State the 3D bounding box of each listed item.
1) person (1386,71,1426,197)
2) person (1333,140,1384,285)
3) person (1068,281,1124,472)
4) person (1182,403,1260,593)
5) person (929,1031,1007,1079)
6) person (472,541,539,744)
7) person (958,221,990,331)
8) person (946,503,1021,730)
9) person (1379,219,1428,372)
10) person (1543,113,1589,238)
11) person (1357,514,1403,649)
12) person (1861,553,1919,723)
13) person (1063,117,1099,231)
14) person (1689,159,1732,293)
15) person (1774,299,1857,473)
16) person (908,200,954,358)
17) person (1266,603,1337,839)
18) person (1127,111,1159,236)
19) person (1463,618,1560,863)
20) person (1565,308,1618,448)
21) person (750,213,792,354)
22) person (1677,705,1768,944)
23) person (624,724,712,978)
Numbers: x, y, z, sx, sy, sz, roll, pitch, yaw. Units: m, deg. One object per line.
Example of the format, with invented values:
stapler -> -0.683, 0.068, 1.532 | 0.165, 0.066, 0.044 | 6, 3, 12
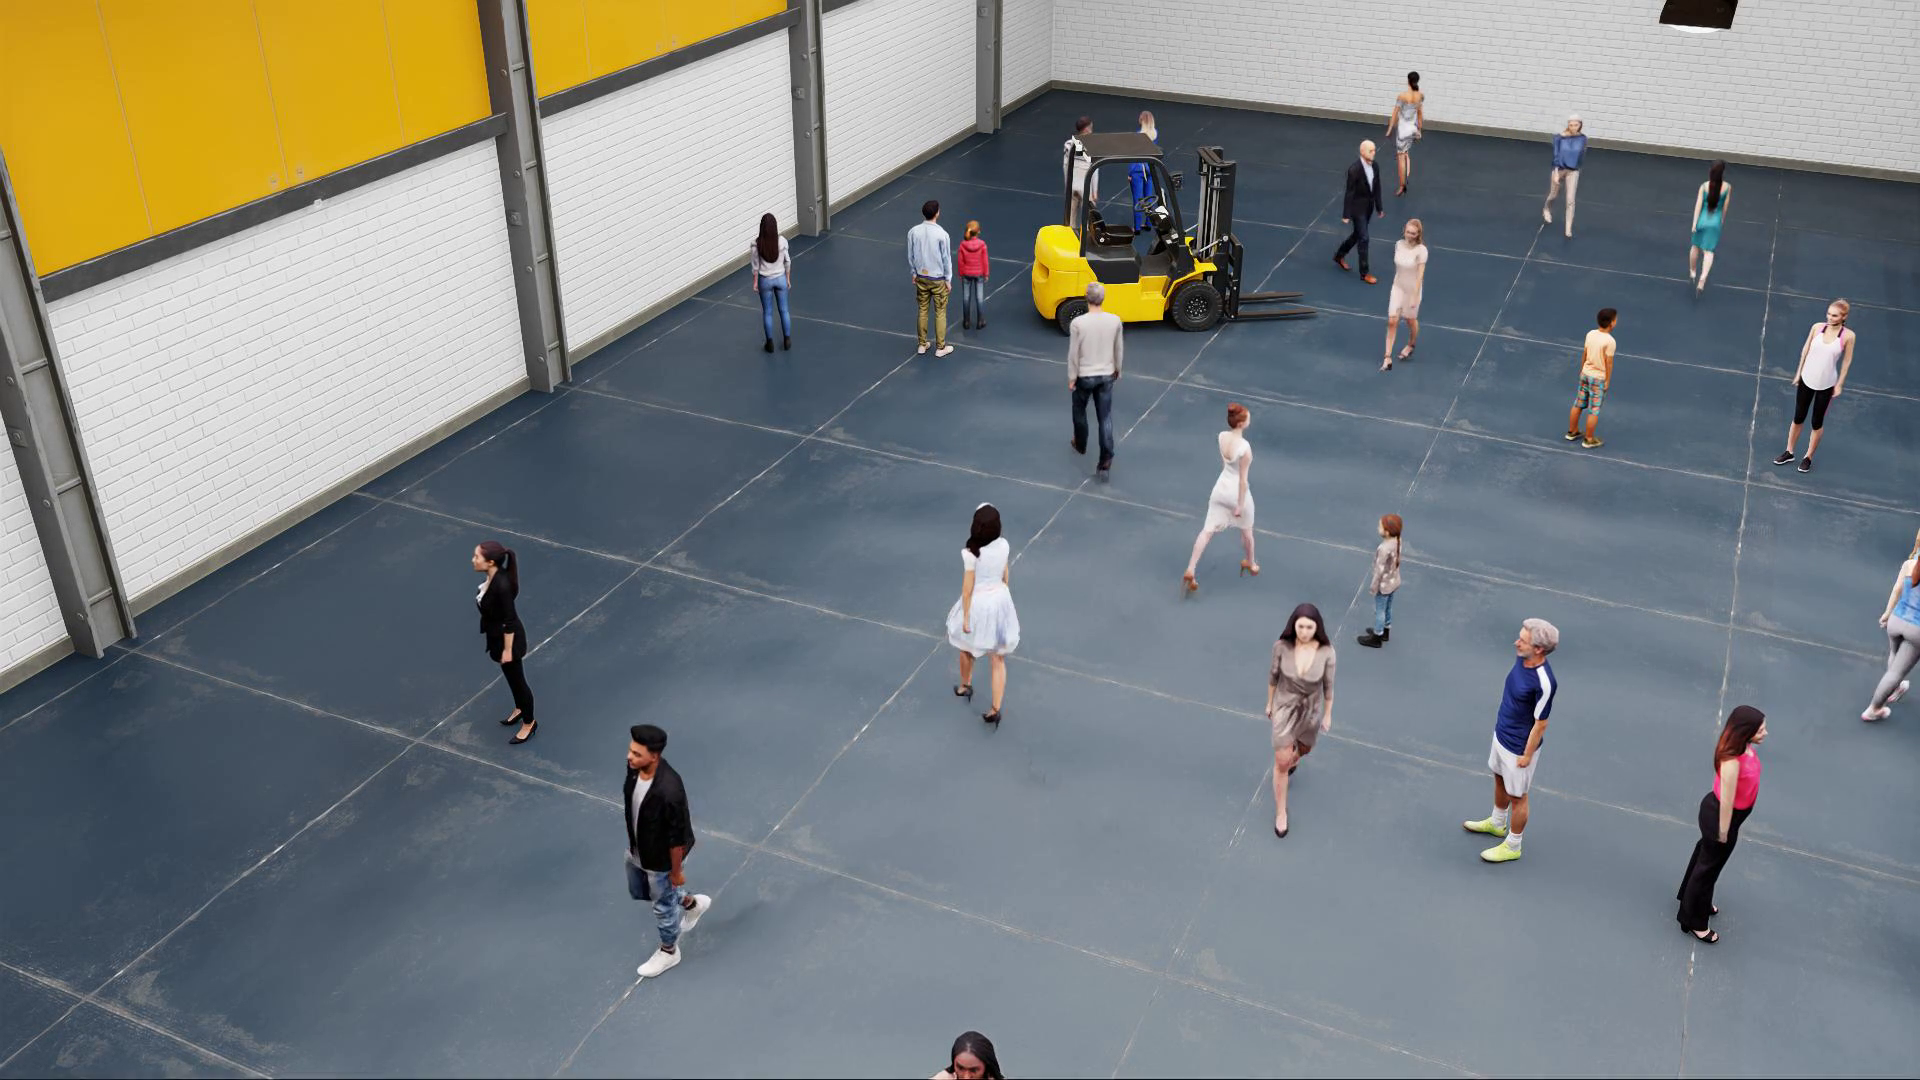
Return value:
person -> 6.607, -5.929, 24.407 | 0.750, 1.811, 0.813 | -12, 31, -21
person -> 5.121, -4.264, 21.394 | 1.166, 1.773, 1.071 | -21, 35, -33
person -> 1.347, -1.559, 16.332 | 1.181, 1.873, 1.326 | -5, 29, -9
person -> 2.216, -0.325, 14.200 | 1.147, 1.747, 0.926 | -18, 33, -29
person -> 0.055, 3.045, 8.049 | 0.690, 1.721, 0.653 | 2, 29, 4
person -> -3.361, 0.738, 12.342 | 0.741, 1.661, 0.695 | -13, 31, -22
person -> 0.155, -3.166, 19.857 | 0.575, 1.317, 0.573 | 2, 29, 4
person -> 0.245, 0.620, 12.425 | 0.982, 1.789, 1.010 | -14, 32, -24
person -> 5.052, -2.780, 18.690 | 1.095, 1.757, 0.783 | -22, 36, -34
person -> 8.335, -5.081, 23.005 | 0.822, 1.663, 1.160 | 2, 29, 4
person -> 3.484, 0.327, 13.583 | 0.581, 1.194, 0.461 | 20, 35, 33
person -> 7.107, 0.683, 12.516 | 0.978, 1.590, 0.876 | -15, 32, -25
person -> 1.600, -4.678, 22.063 | 0.731, 1.859, 0.652 | 21, 35, 33
person -> 9.402, -3.910, 20.868 | 0.614, 1.655, 1.045 | 9, 30, 17
person -> 8.469, -1.544, 16.395 | 0.653, 1.786, 0.675 | -22, 36, -35
person -> -0.326, -2.998, 19.035 | 0.673, 1.810, 0.548 | 13, 31, 23
person -> 2.340, 1.163, 11.502 | 0.766, 1.719, 1.130 | 6, 29, 10
person -> 2.532, -5.077, 22.960 | 0.635, 1.700, 0.759 | -21, 35, -33
person -> 3.730, 1.313, 11.101 | 0.784, 1.839, 0.672 | -3, 29, -5
person -> 6.468, -1.668, 16.962 | 0.630, 1.460, 0.592 | -16, 32, -26
person -> -2.158, -2.968, 19.167 | 0.675, 1.631, 0.719 | -8, 30, -15
person -> 4.809, 1.758, 10.474 | 0.642, 1.659, 0.446 | 13, 31, 23
person -> -1.776, 1.836, 10.177 | 0.976, 1.806, 0.893 | -20, 35, -32
